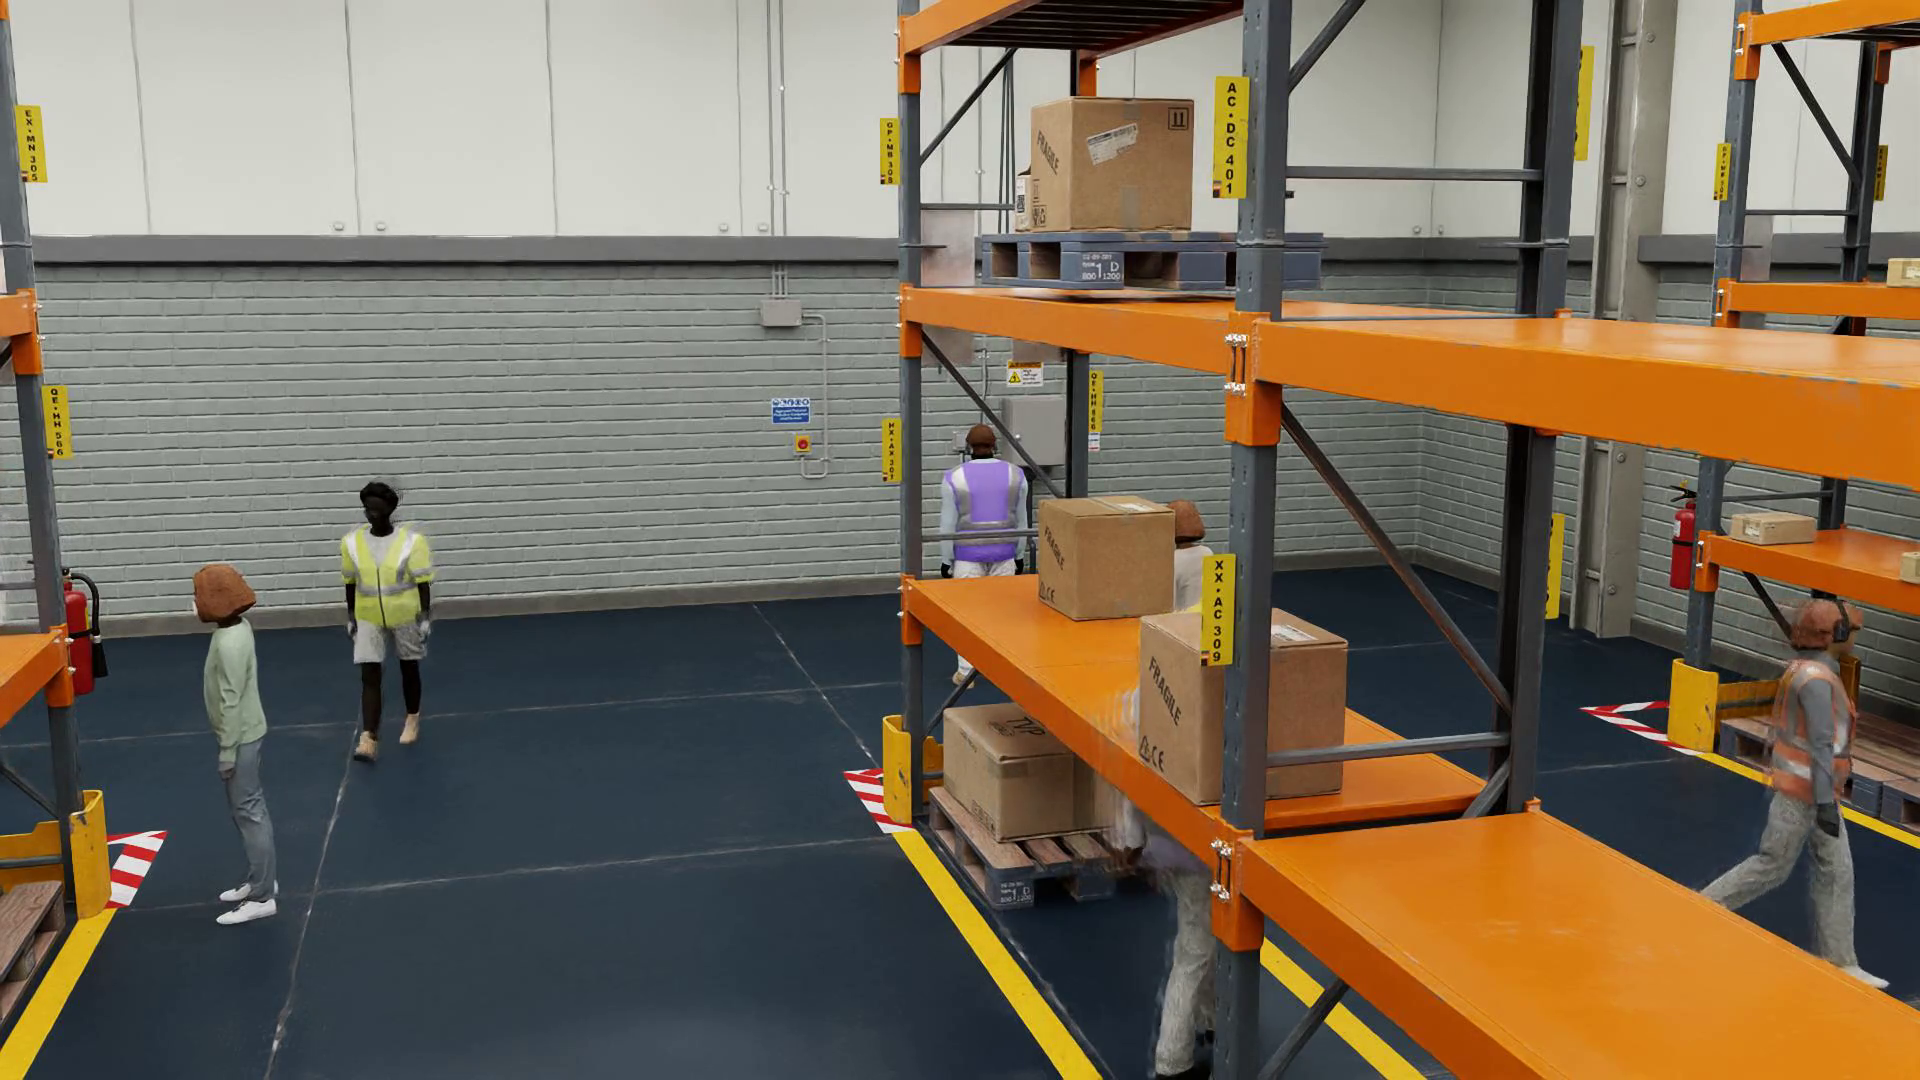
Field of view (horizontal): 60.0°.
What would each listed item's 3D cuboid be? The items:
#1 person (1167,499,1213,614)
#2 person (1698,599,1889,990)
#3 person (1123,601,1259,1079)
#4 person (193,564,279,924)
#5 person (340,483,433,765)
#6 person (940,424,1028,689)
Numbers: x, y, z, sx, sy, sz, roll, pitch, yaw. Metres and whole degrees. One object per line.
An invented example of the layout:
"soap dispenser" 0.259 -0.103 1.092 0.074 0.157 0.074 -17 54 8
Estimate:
"person" 1.247 0.582 9.411 0.274 1.633 0.507 8 13 40
"person" 3.458 1.033 6.917 0.783 1.601 0.561 6 12 32
"person" 0.961 1.084 6.047 0.777 1.802 0.599 -7 12 -34
"person" -3.292 0.912 7.558 0.268 1.628 0.500 -4 11 -21
"person" -3.415 0.485 9.889 0.551 1.645 0.851 -1 10 -5
"person" 0.158 0.114 11.507 0.621 1.838 0.429 -2 10 -13
